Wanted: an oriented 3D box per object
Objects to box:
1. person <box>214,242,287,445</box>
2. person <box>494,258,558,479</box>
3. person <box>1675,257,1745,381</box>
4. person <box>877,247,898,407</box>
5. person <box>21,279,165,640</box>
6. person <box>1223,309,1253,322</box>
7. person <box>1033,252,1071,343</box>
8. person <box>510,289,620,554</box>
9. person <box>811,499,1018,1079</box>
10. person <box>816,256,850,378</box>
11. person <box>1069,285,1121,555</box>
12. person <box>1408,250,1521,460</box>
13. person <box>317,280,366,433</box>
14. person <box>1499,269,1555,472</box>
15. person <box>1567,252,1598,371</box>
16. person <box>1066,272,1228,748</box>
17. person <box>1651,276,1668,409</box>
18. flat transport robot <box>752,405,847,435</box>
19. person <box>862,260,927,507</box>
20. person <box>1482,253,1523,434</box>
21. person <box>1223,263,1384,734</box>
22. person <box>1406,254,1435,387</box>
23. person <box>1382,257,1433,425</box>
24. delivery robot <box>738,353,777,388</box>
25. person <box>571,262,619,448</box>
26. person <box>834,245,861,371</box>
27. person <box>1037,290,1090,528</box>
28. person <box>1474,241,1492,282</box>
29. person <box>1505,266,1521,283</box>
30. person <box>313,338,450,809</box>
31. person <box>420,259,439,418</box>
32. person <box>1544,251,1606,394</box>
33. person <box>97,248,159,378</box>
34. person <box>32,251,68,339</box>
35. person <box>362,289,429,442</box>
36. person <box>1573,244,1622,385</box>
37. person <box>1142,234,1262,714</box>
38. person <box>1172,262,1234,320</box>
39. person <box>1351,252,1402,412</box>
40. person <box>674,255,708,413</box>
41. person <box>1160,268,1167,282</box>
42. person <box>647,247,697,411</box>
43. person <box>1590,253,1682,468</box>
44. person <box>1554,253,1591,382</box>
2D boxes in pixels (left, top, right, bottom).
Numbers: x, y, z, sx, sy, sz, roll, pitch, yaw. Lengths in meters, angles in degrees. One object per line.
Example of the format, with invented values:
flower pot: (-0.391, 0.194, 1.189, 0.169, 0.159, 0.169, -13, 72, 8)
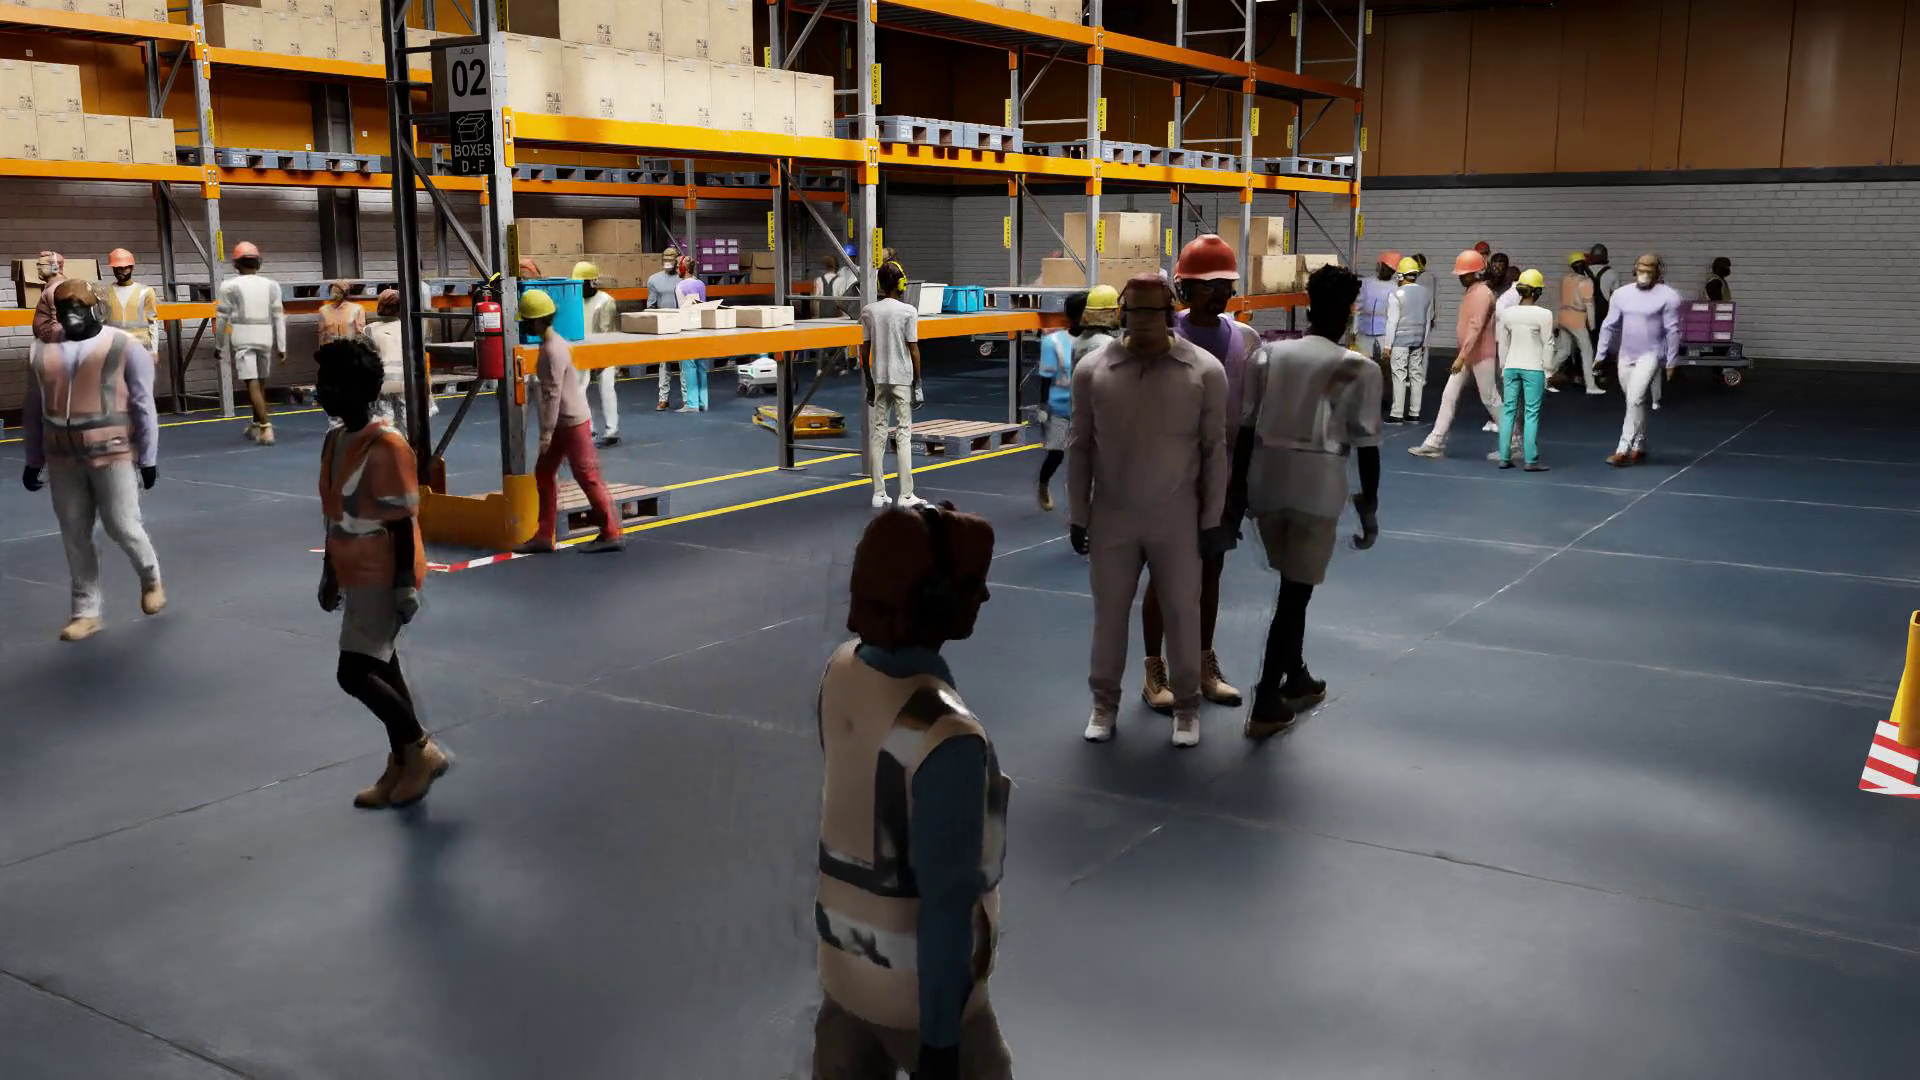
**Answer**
person: (-7.069, -1.959, 16.576, 0.912, 2.004, 0.610, 9, 14, 41)
person: (-3.339, -1.237, 12.936, 0.581, 1.882, 0.395, -1, 10, -5)
person: (10.812, -3.184, 23.998, 0.972, 1.795, 0.616, 7, 12, 33)
person: (-0.883, -2.577, 20.189, 0.358, 1.938, 0.636, -6, 12, -31)
person: (-4.458, -0.422, 8.561, 0.652, 1.830, 0.578, 0, 10, 0)
person: (4.494, -3.776, 27.260, 0.606, 1.792, 0.915, -1, 10, -4)
person: (1.310, -2.649, 20.789, 0.651, 1.871, 0.916, 7, 12, 32)
person: (-2.558, -0.733, 10.593, 0.791, 1.701, 0.537, -4, 11, -20)
person: (-0.149, 0.733, 2.765, 0.749, 1.618, 0.519, -5, 12, -27)
person: (-1.899, -3.297, 24.592, 0.524, 1.799, 0.951, 4, 11, 19)
person: (0.921, -0.734, 10.546, 0.404, 1.738, 0.528, -6, 12, -28)
person: (4.727, -1.680, 15.281, 0.974, 1.934, 0.602, -1, 10, -4)
person: (-6.417, -1.888, 17.303, 0.541, 1.613, 0.425, 0, 10, 0)
person: (4.972, -1.484, 14.608, 0.304, 1.772, 0.525, -8, 13, -39)
person: (9.684, -3.520, 25.596, 0.650, 1.884, 0.789, 10, 14, 43)
person: (0.737, -0.111, 6.654, 0.649, 1.899, 0.400, 2, 10, 11)
person: (8.289, -2.378, 19.966, 0.494, 1.624, 0.283, 4, 11, 21)
flat transport robot: (-1.718, -1.280, 17.630, 0.652, 0.197, 1.431, -4, 11, -20)
person: (-0.500, -1.170, 12.574, 0.514, 1.876, 0.328, 5, 12, 27)
person: (5.572, -2.048, 17.429, 0.596, 1.883, 0.888, 7, 12, 34)
person: (1.470, -0.175, 6.932, 0.630, 1.912, 0.808, 10, 14, 43)
person: (6.355, -3.001, 22.873, 0.648, 1.826, 0.366, -8, 13, -38)
person: (4.874, -2.170, 18.227, 0.588, 1.835, 0.403, -5, 11, -26)
delivery robot: (-2.526, -2.181, 21.575, 0.707, 0.478, 0.477, -10, 14, -43)
person: (-3.575, -1.779, 16.115, 0.609, 1.808, 0.544, 7, 12, 32)
person: (-1.699, -3.606, 25.871, 0.605, 1.948, 0.391, 5, 11, 25)
person: (0.759, -0.925, 11.751, 0.541, 1.678, 0.658, -3, 11, -18)
person: (8.322, -3.766, 26.621, 0.610, 1.996, 0.378, -5, 11, -25)
person: (8.349, -3.331, 25.215, 0.285, 1.634, 0.499, 2, 10, 13)
person: (-2.070, 0.141, 5.832, 0.390, 1.688, 0.535, -8, 13, -37)
person: (-6.166, -2.306, 18.923, 0.375, 1.878, 0.553, -8, 13, -39)
person: (8.121, -2.861, 21.944, 0.674, 1.883, 0.671, -3, 11, -17)
person: (-8.236, -1.909, 16.491, 0.543, 1.939, 0.361, -3, 11, -16)
person: (-8.899, -1.880, 16.405, 0.409, 1.912, 0.648, -4, 11, -22)
person: (-4.473, -1.169, 13.221, 0.514, 1.639, 0.310, 1, 10, 5)
person: (8.880, -3.186, 23.283, 0.694, 2.000, 1.074, 7, 12, 33)
person: (1.037, -0.278, 7.162, 0.609, 2.044, 0.395, -5, 11, -23)
person: (1.383, -0.737, 9.997, 0.542, 1.939, 0.362, -2, 10, -12)
person: (4.876, -2.437, 19.584, 0.673, 1.890, 0.369, 7, 12, 32)
person: (-3.141, -2.401, 19.474, 0.373, 1.843, 0.571, 4, 11, 19)
person: (2.974, -3.631, 26.062, 0.585, 1.928, 0.378, 4, 11, 22)
person: (-3.394, -2.490, 19.714, 0.636, 1.937, 0.358, 0, 10, 1)
person: (5.992, -1.593, 14.837, 0.918, 1.891, 0.662, -7, 12, -34)
person: (8.737, -3.157, 23.707, 0.810, 1.838, 0.576, -4, 11, -22)
